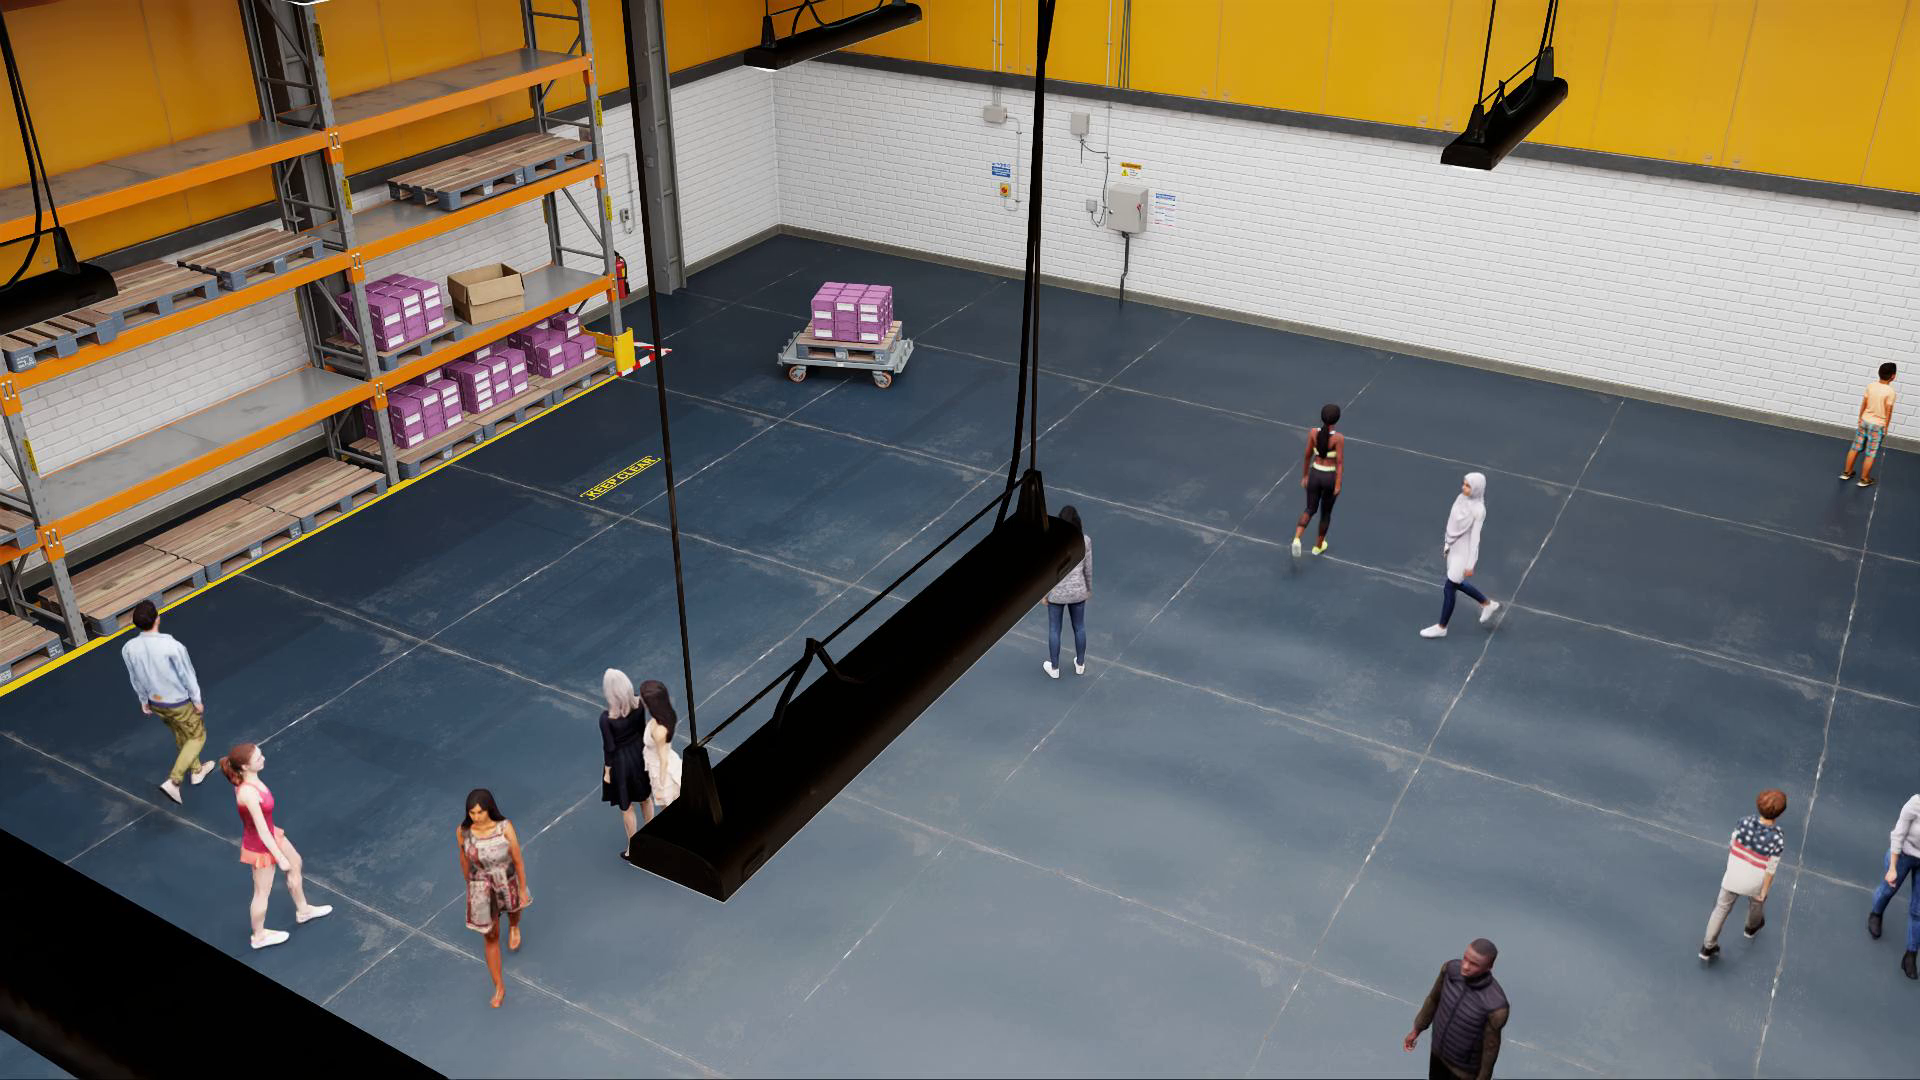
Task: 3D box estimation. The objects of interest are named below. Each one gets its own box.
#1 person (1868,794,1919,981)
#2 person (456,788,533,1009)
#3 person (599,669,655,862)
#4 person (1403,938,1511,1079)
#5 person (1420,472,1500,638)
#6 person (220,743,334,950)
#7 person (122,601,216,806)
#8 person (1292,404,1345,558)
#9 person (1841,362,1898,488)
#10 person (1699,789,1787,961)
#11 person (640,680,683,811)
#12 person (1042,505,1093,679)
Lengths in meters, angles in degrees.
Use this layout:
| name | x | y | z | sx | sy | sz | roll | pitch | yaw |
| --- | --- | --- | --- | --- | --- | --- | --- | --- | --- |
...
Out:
| name | x | y | z | sx | sy | sz | roll | pitch | yaw |
| --- | --- | --- | --- | --- | --- | --- | --- | --- | --- |
| person | 6.879 | 2.301 | 12.065 | 0.766 | 1.598 | 1.005 | 7 | 29 | 13 |
| person | -3.291 | 2.404 | 11.876 | 1.059 | 1.598 | 1.177 | -4 | 29 | -8 |
| person | -2.582 | 1.746 | 12.925 | 0.704 | 1.748 | 0.567 | 24 | 36 | 36 |
| person | 3.094 | 3.158 | 10.248 | 0.871 | 1.833 | 0.837 | -12 | 31 | -20 |
| person | 4.857 | 0.144 | 15.851 | 1.010 | 1.759 | 1.034 | -2 | 29 | -4 |
| person | -5.141 | 2.232 | 12.053 | 0.937 | 1.730 | 0.826 | -13 | 31 | -23 |
| person | -6.470 | 1.353 | 13.596 | 0.886 | 1.796 | 1.097 | 5 | 29 | 9 |
| person | 3.707 | -0.564 | 17.171 | 0.613 | 1.739 | 0.927 | 19 | 34 | 31 |
| person | 10.350 | -1.319 | 18.848 | 0.620 | 1.458 | 0.589 | -14 | 32 | -25 |
| person | 5.655 | 2.444 | 12.012 | 1.043 | 1.399 | 0.723 | -24 | 37 | -37 |
| person | -2.257 | 1.812 | 12.817 | 0.718 | 1.737 | 0.628 | -1 | 29 | -2 |
| person | 0.975 | 0.469 | 15.284 | 0.686 | 1.731 | 0.740 | -7 | 29 | -12 |
